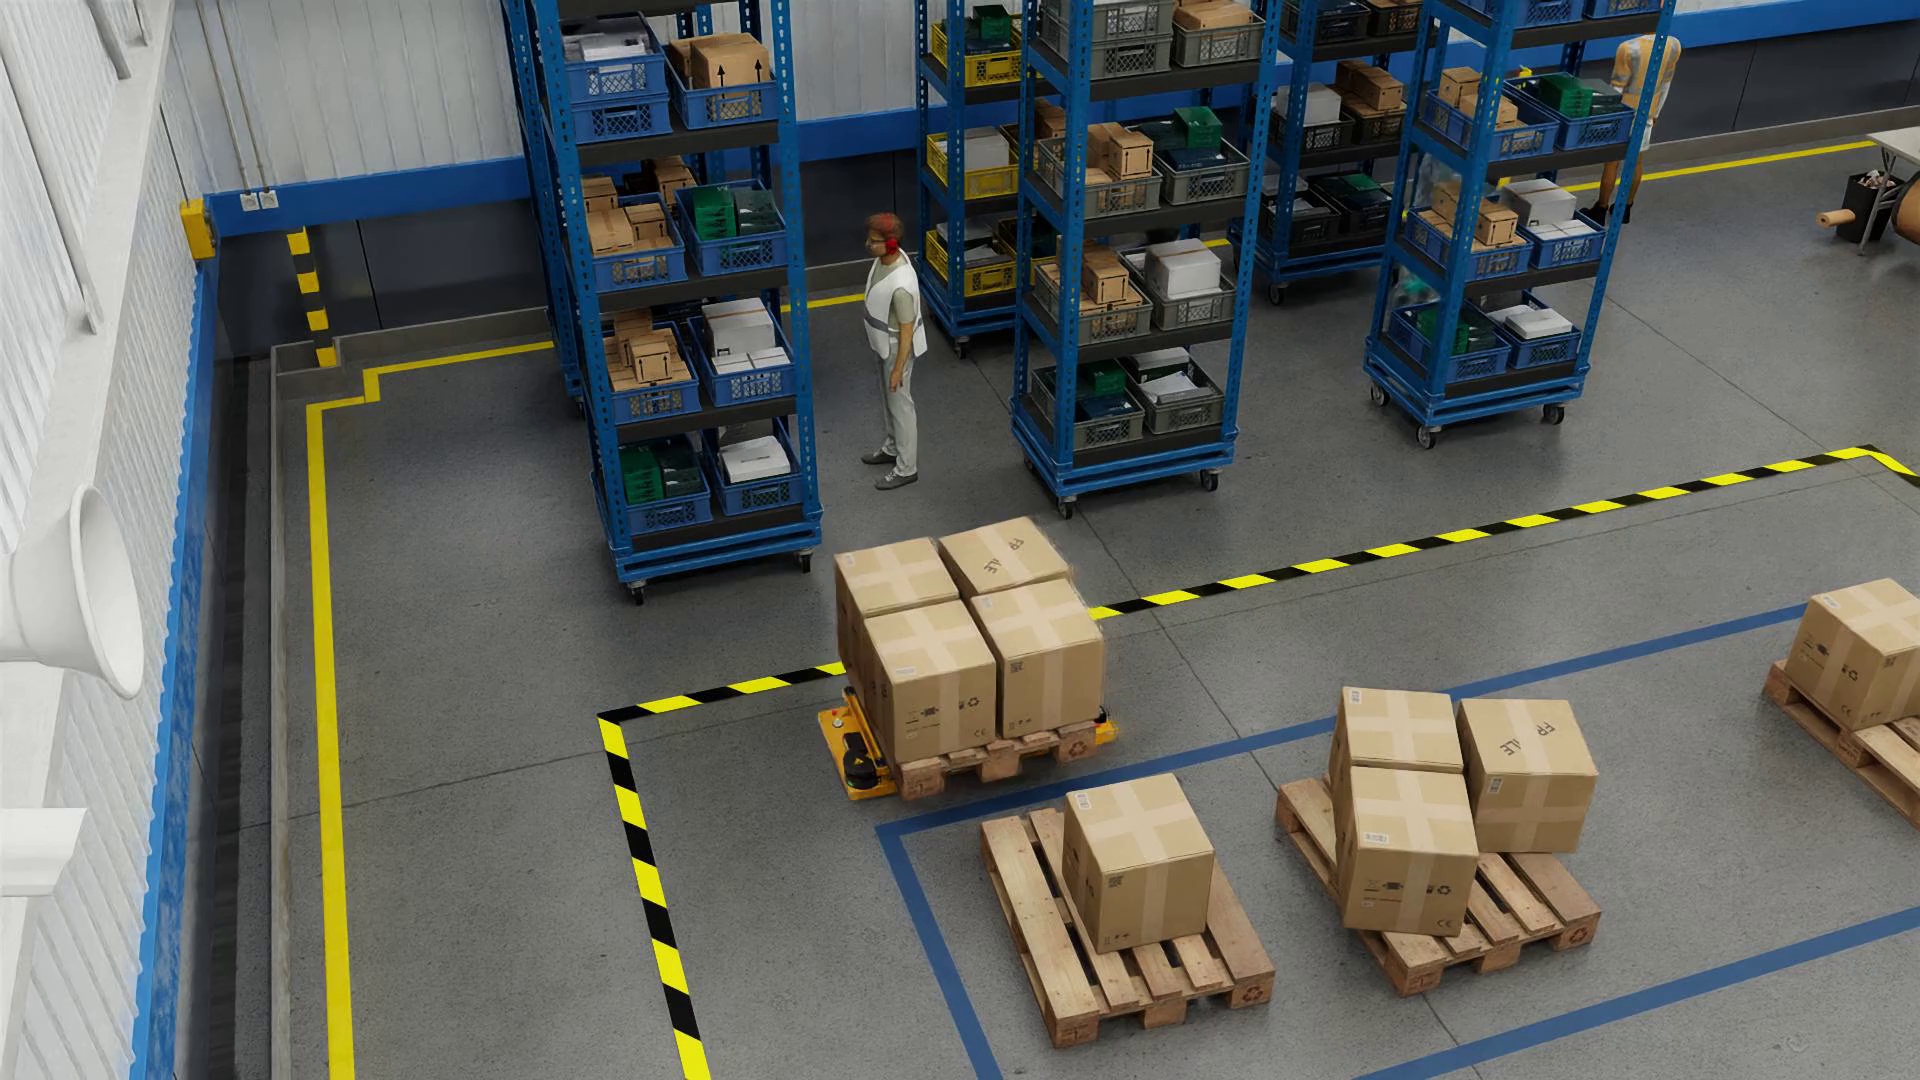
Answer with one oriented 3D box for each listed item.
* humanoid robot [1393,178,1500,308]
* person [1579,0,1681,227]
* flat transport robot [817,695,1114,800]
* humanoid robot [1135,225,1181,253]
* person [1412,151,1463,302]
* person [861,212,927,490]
[{"bbox_3d":[3.325,-2.086,11.776,0.894,1.793,0.555,-2,35,-3],"label":"humanoid robot"},{"bbox_3d":[5.476,-3.504,13.576,0.544,1.938,0.358,-8,36,-11],"label":"person"},{"bbox_3d":[0.024,0.930,8.713,1.431,0.197,0.652,-11,37,-15],"label":"flat transport robot"},{"bbox_3d":[1.283,-1.835,11.452,0.608,1.641,0.603,-6,36,-9],"label":"humanoid robot"},{"bbox_3d":[3.604,-2.485,12.317,0.517,1.722,0.494,-26,43,-32],"label":"person"},{"bbox_3d":[-0.412,-1.181,10.358,0.391,1.848,0.564,-9,36,-13],"label":"person"}]
